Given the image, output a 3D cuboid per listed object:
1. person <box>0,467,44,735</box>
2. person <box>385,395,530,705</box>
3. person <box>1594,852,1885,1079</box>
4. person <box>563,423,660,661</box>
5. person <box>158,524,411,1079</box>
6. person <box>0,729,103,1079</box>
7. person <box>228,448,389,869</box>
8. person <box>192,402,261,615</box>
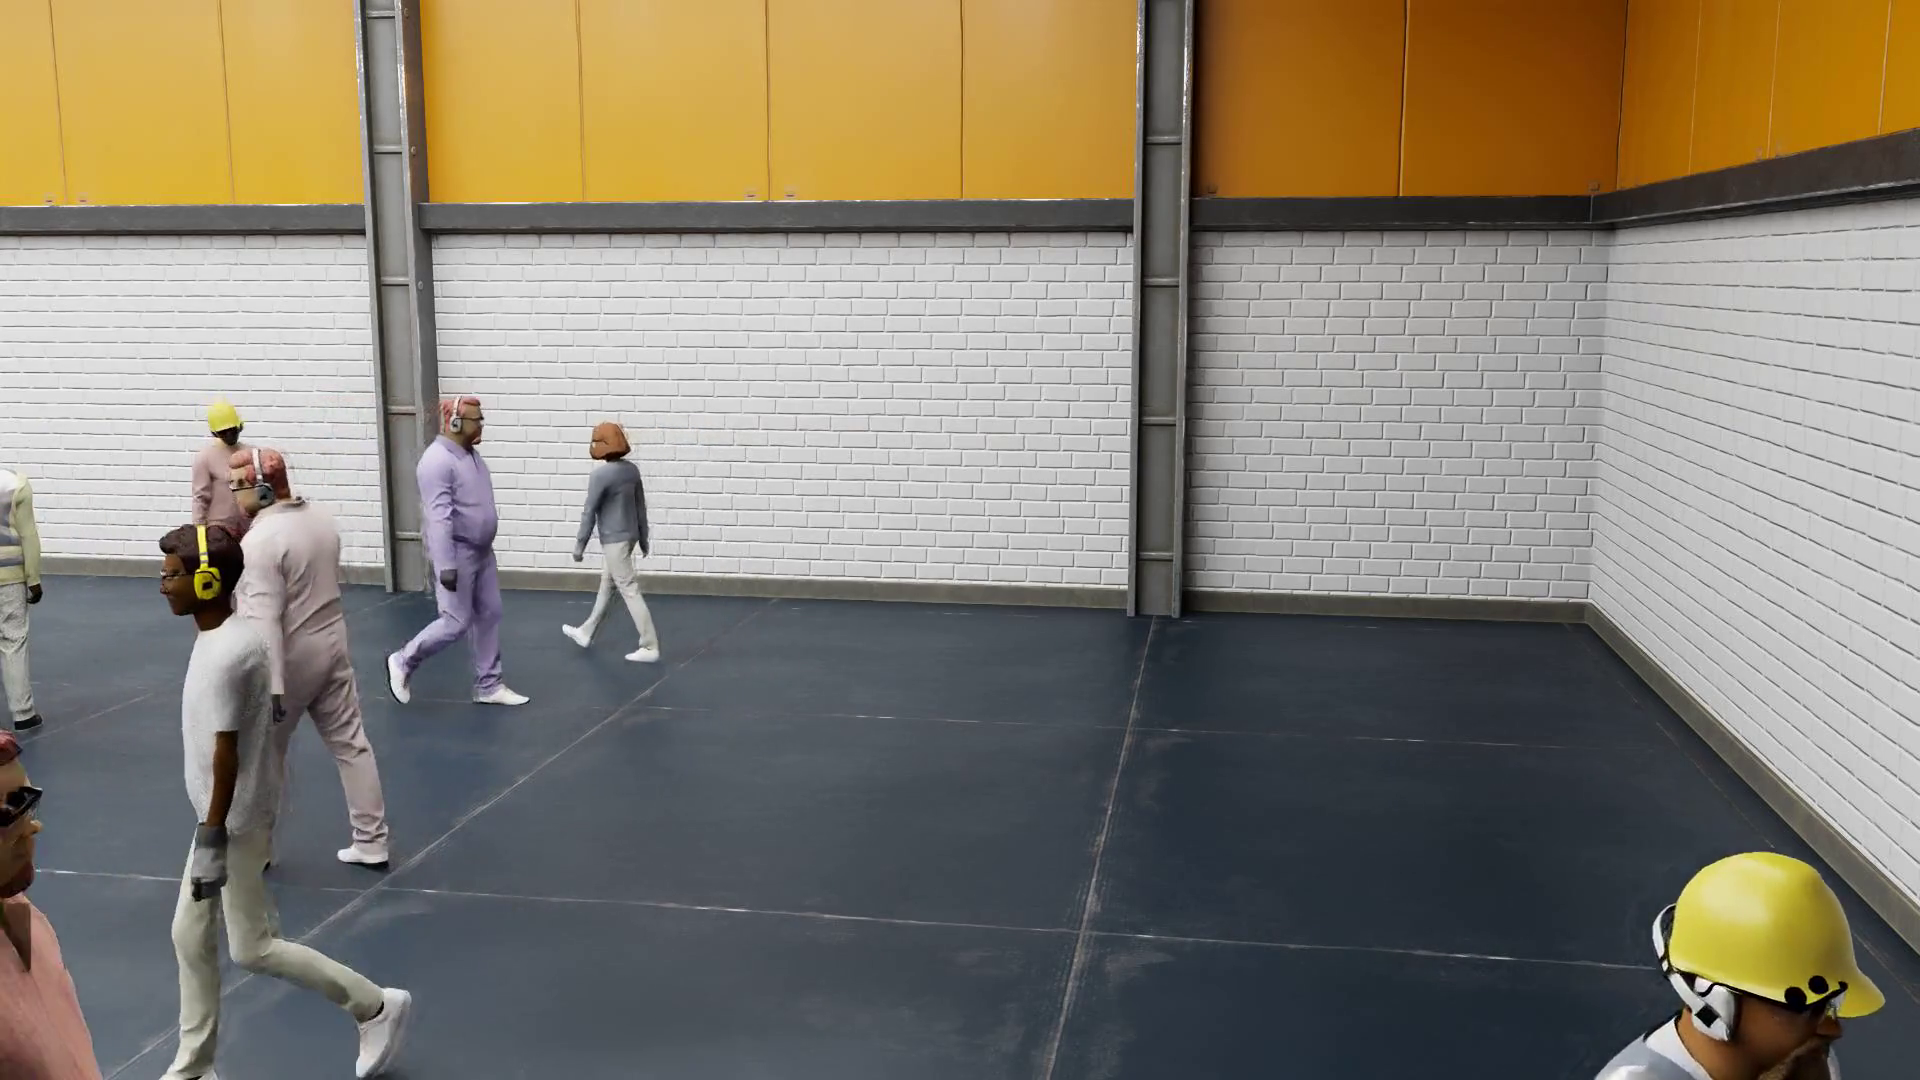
[{"bbox_3d":[-5.445,0.202,9.281,0.593,1.824,0.403,-2,10,-15],"label":"person"},{"bbox_3d":[-3.003,0.081,9.840,0.733,1.881,0.652,2,9,10],"label":"person"},{"bbox_3d":[1.142,1.315,2.532,0.604,1.786,0.933,-8,12,-40],"label":"person"},{"bbox_3d":[-2.371,0.011,11.169,0.877,1.584,0.519,4,10,21],"label":"person"},{"bbox_3d":[-2.207,0.857,5.157,0.813,1.847,0.519,-5,11,-30],"label":"person"},{"bbox_3d":[-1.603,1.220,2.784,0.436,1.888,0.667,-2,9,-13],"label":"person"},{"bbox_3d":[-2.910,0.525,7.149,0.914,1.851,0.796,1,9,8],"label":"person"},{"bbox_3d":[-4.924,-0.063,11.230,0.419,1.737,0.601,5,10,26],"label":"person"}]
